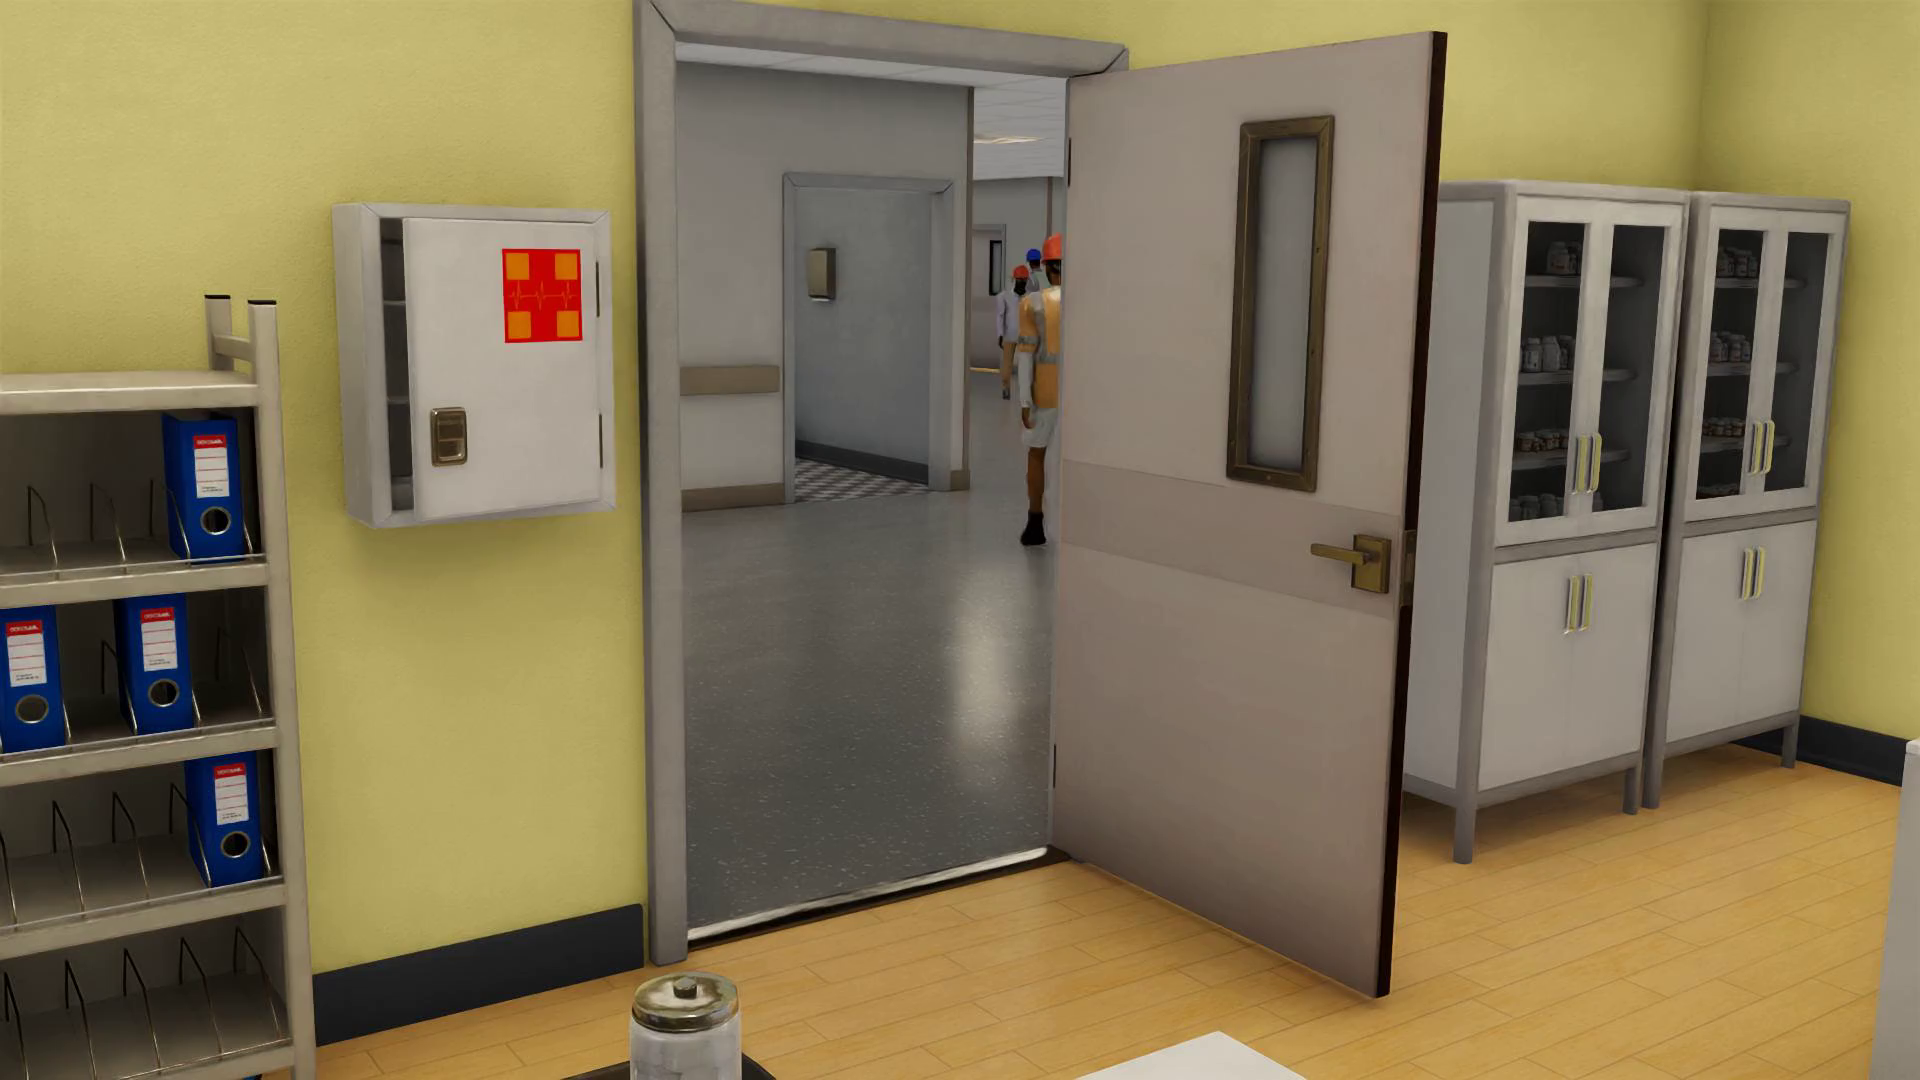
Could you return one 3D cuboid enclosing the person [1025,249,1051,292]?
[{"bbox_3d":[1.109,-3.299,24.461,0.402,1.943,0.605,8,12,37],"label":"person"}]

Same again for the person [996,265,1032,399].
[{"bbox_3d":[0.712,-2.593,20.879,0.554,1.718,0.871,0,10,-6],"label":"person"}]
